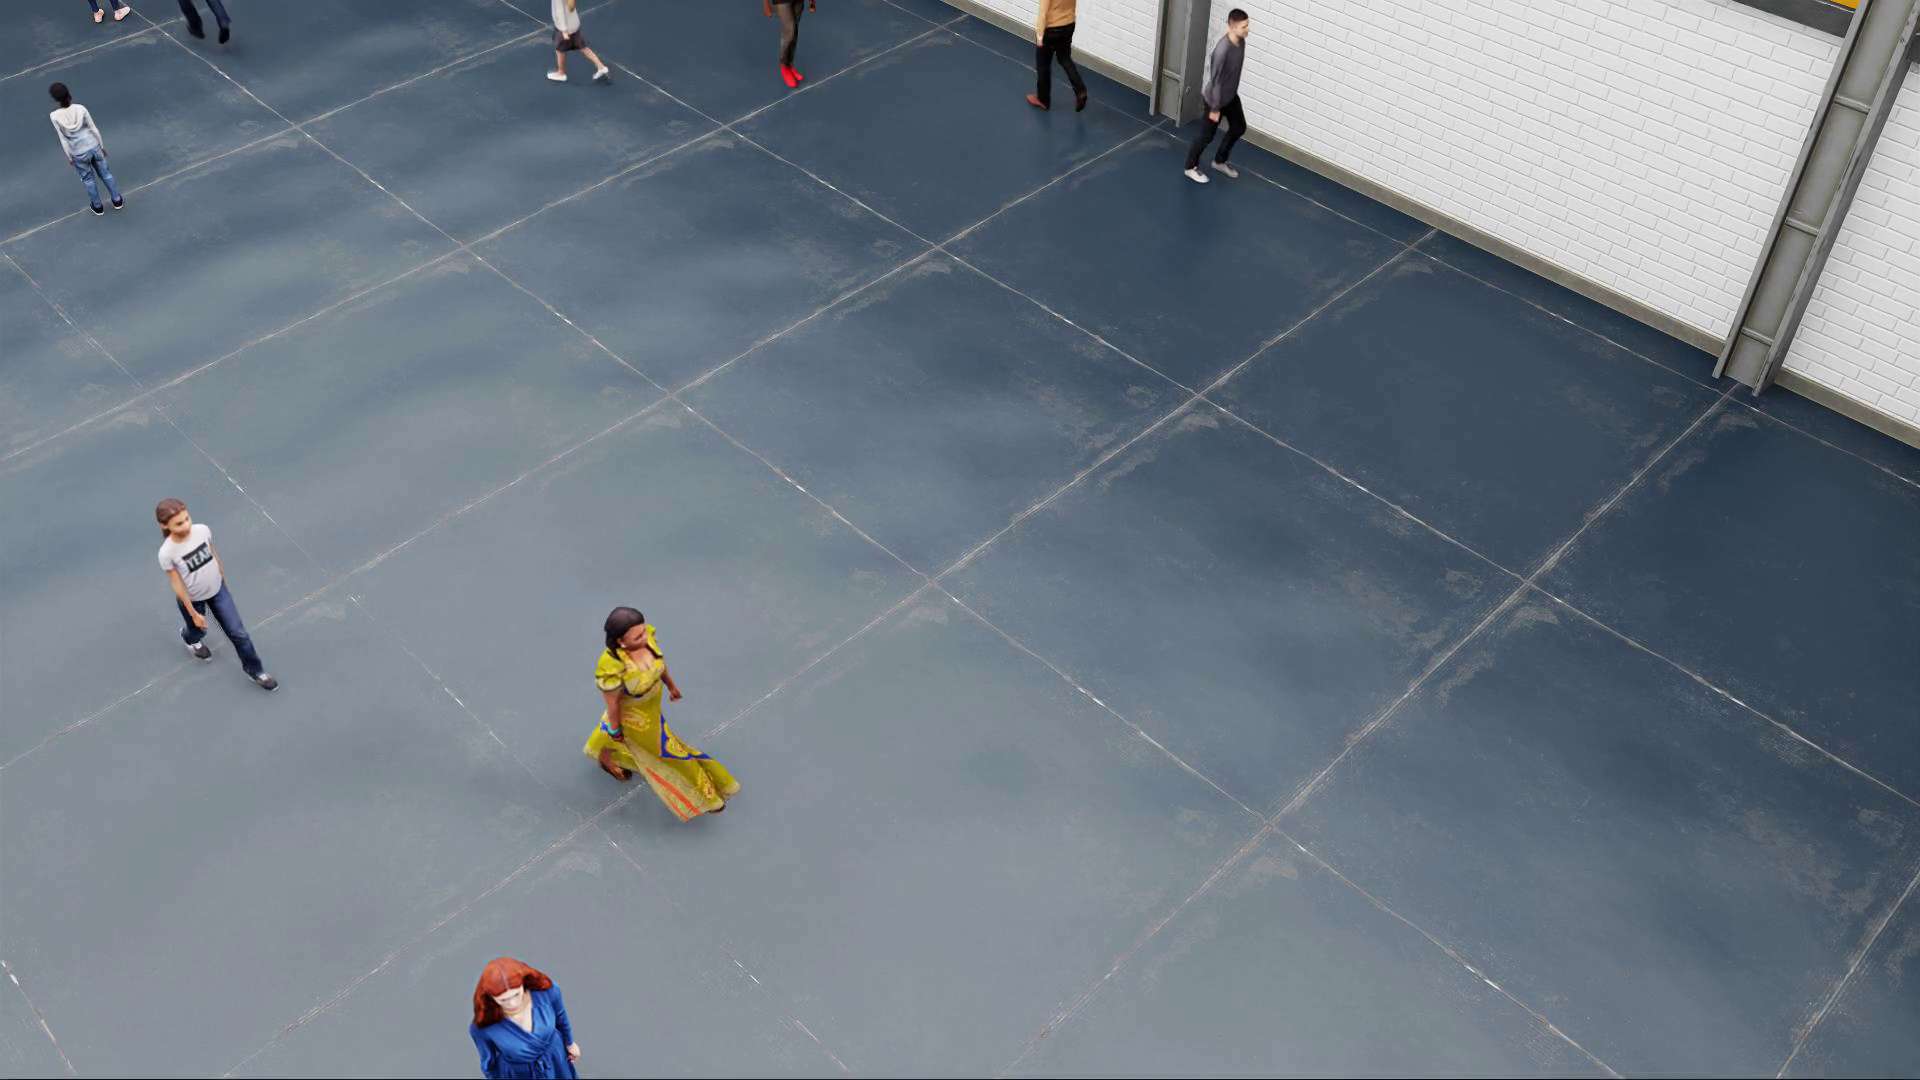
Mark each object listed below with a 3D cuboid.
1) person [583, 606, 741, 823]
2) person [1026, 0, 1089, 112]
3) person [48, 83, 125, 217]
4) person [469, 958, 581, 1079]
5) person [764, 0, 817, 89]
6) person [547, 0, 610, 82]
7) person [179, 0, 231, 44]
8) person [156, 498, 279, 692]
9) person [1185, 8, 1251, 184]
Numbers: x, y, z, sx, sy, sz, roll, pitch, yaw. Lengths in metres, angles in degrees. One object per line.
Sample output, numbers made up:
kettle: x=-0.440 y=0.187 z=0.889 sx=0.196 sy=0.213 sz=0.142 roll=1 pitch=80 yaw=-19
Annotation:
person: x=-1.993 y=0.998 z=9.936 sx=1.439 sy=1.604 sz=1.132 roll=12 pitch=45 yaw=13
person: x=0.982 y=-4.913 z=16.042 sx=0.673 sy=1.741 sz=0.948 roll=-33 pitch=53 yaw=-30
person: x=-7.867 y=-3.515 z=14.921 sx=0.509 sy=1.261 sz=0.531 roll=-26 pitch=49 yaw=-25
person: x=-2.076 y=2.569 z=8.125 sx=0.654 sy=1.827 sz=0.620 roll=-26 pitch=49 yaw=-25
person: x=-1.771 y=-5.456 z=16.573 sx=0.646 sy=1.793 sz=0.616 roll=-32 pitch=52 yaw=-29
person: x=-3.871 y=-5.165 z=16.655 sx=0.951 sy=1.258 sz=0.798 roll=10 pitch=44 yaw=10
person: x=-7.960 y=-5.977 z=17.070 sx=1.031 sy=1.861 sz=0.652 roll=33 pitch=52 yaw=30
person: x=-4.927 y=0.322 z=10.695 sx=1.065 sy=1.535 sz=0.618 roll=28 pitch=50 yaw=26
person: x=2.329 y=-4.043 z=15.135 sx=0.786 sy=1.730 sz=0.699 roll=24 pitch=49 yaw=23
